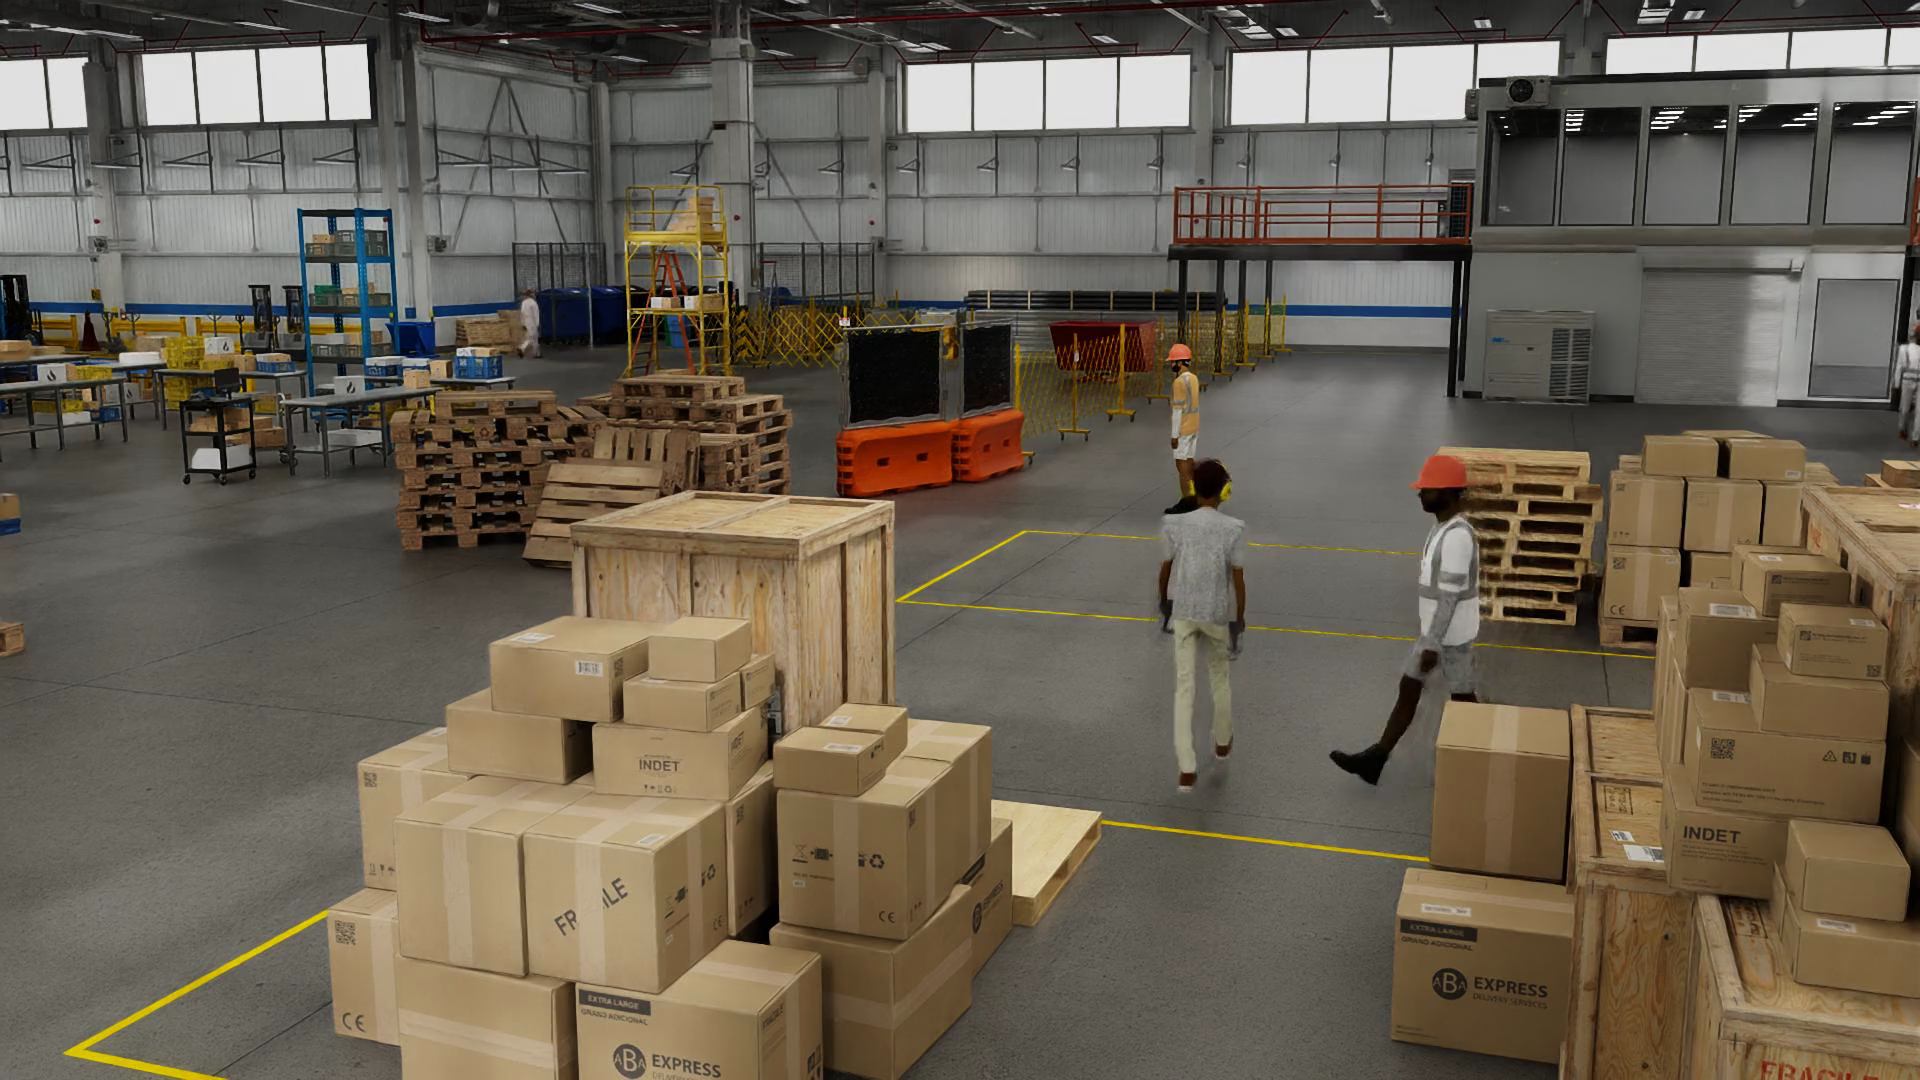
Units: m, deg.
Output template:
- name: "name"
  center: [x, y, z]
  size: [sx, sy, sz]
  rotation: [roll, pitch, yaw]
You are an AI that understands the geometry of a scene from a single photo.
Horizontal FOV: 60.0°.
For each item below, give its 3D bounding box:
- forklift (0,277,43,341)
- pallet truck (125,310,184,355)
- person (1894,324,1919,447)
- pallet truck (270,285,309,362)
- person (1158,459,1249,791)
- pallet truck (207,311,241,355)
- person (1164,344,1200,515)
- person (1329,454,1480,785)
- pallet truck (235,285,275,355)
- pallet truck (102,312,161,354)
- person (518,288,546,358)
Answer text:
- name: "forklift"
  center: [-27.151, -6.329, 46.328]
  size: [1.157, 1.987, 2.680]
  rotation: [3, 11, 17]
- name: "pallet truck"
  center: [-22.038, -5.665, 45.457]
  size: [0.704, 1.261, 1.522]
  rotation: [3, 11, 17]
- name: "person"
  center: [14.451, -2.345, 25.133]
  size: [0.591, 1.870, 0.626]
  rotation: [5, 11, 27]
- name: "pallet truck"
  center: [-17.147, -5.700, 43.663]
  size: [0.823, 1.965, 1.885]
  rotation: [3, 11, 17]
- name: "person"
  center: [1.382, 0.451, 9.522]
  size: [0.520, 1.822, 0.935]
  rotation: [2, 10, 13]
- name: "pallet truck"
  center: [-19.537, -5.575, 44.913]
  size: [0.653, 1.274, 1.630]
  rotation: [3, 11, 19]
- name: "person"
  center: [2.495, -1.246, 18.788]
  size: [0.400, 1.928, 0.543]
  rotation: [5, 11, 26]
- name: "person"
  center: [2.520, 0.484, 9.108]
  size: [0.930, 1.896, 0.569]
  rotation: [1, 10, 5]
- name: "pallet truck"
  center: [-18.327, -5.835, 44.421]
  size: [0.823, 1.965, 1.885]
  rotation: [4, 11, 23]
- name: "pallet truck"
  center: [-23.057, -5.777, 46.261]
  size: [0.680, 1.201, 1.601]
  rotation: [3, 11, 19]
- name: "person"
  center: [-11.452, -5.761, 44.320]
  size: [0.791, 1.885, 0.650]
  rotation: [-8, 13, -39]
